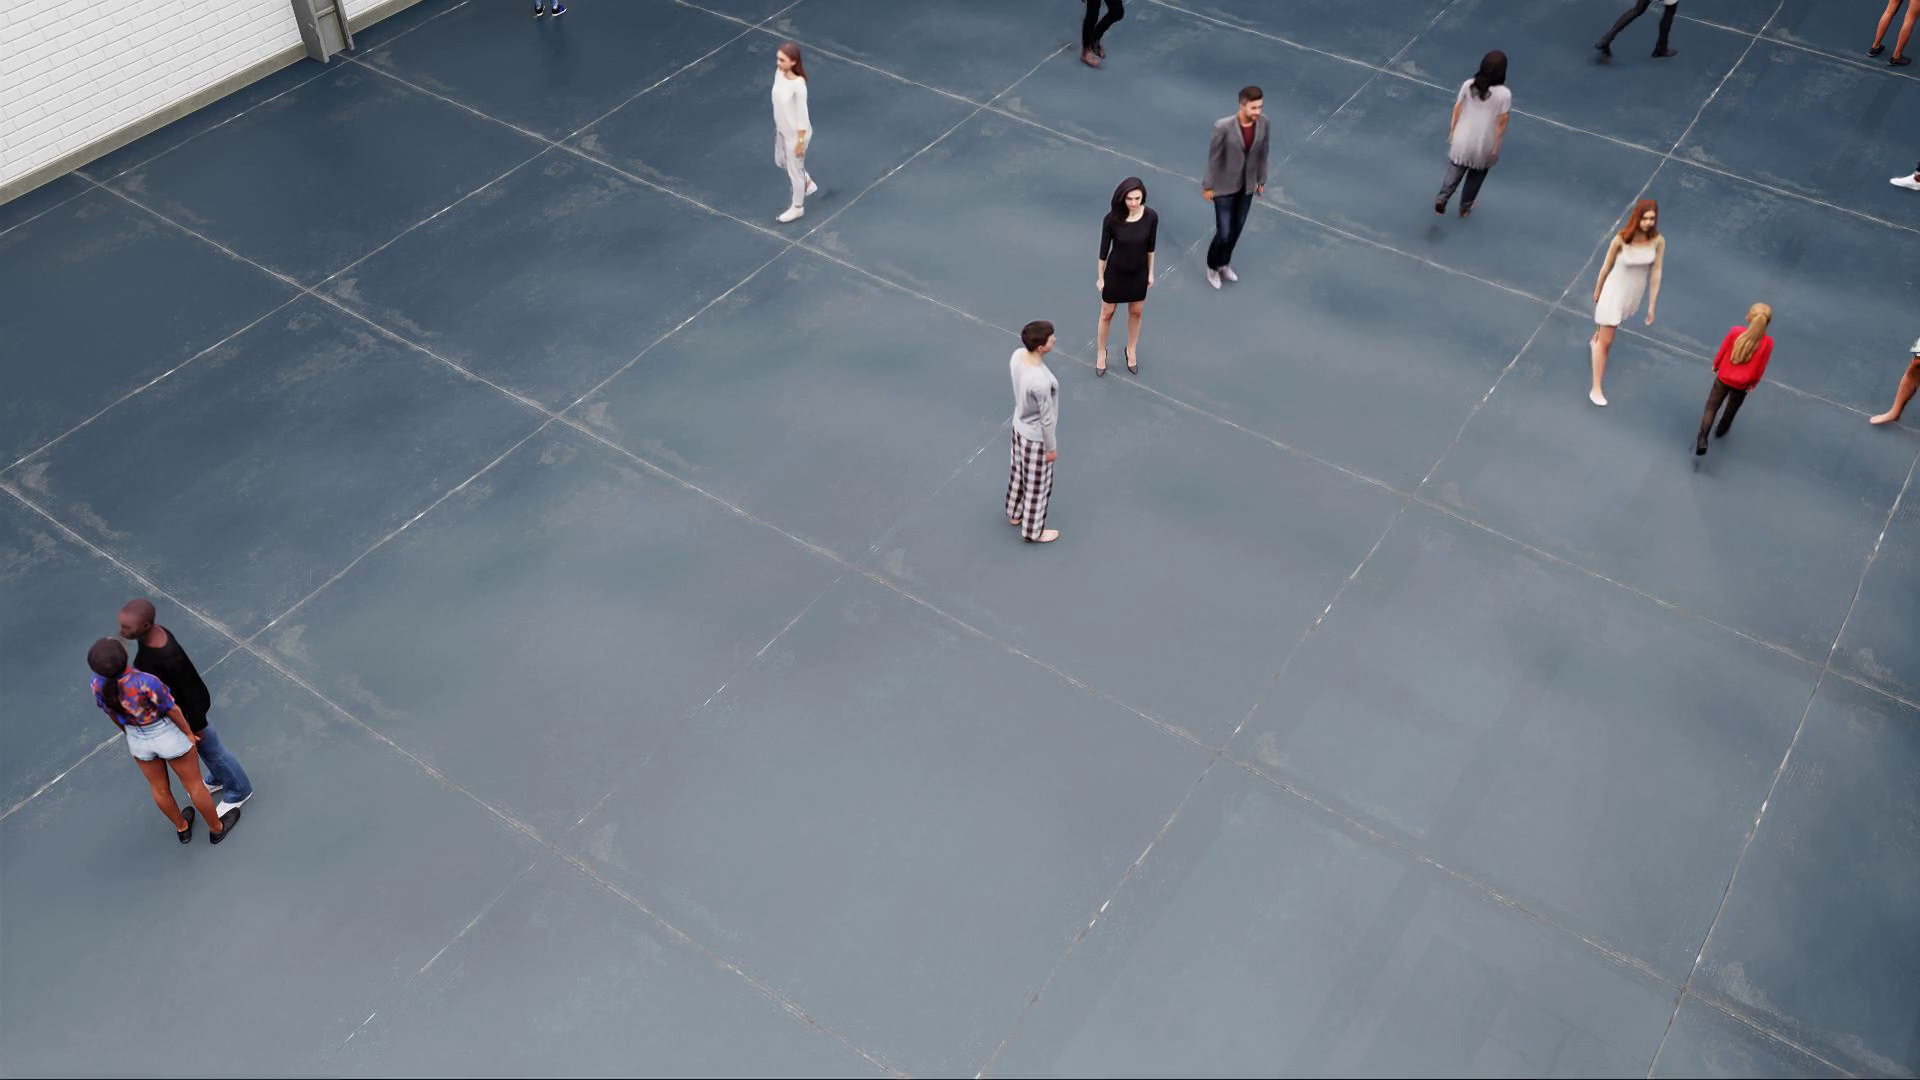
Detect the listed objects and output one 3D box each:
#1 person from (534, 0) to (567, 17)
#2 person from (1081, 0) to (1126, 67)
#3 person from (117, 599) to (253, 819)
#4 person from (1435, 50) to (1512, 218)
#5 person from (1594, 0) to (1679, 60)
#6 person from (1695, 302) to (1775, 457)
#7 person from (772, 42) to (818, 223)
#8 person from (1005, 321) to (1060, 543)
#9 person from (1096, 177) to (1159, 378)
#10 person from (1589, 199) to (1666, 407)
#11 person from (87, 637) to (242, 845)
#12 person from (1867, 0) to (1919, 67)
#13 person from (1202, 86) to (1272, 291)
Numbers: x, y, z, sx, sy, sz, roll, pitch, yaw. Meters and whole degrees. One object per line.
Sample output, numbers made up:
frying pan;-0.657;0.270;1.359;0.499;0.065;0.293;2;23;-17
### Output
person;-4.509;-6.226;17.786;0.581;1.254;0.610;6;44;7
person;1.360;-5.670;16.796;0.725;1.813;0.866;-29;51;-27
person;-4.604;0.973;9.870;0.617;1.749;0.567;32;52;29
person;4.546;-3.541;14.721;0.617;1.594;0.749;26;50;25
person;7.003;-5.659;16.815;1.214;1.771;1.096;-11;45;-11
person;5.807;-1.191;12.494;0.527;1.263;0.880;25;49;24
person;-1.454;-3.662;14.783;0.828;1.684;0.763;-26;50;-25
person;0.509;-0.758;11.615;0.705;1.847;0.703;-17;46;-17
person;1.300;-2.051;13.006;0.667;1.802;0.709;-4;44;-4
person;5.179;-1.970;13.027;0.971;1.655;1.231;3;44;3
person;-4.672;1.166;9.677;0.669;1.735;0.692;1;44;1
person;9.709;-5.691;16.871;0.665;1.741;0.671;-21;48;-21
person;2.257;-3.011;13.975;0.805;1.855;0.902;-15;46;-16
